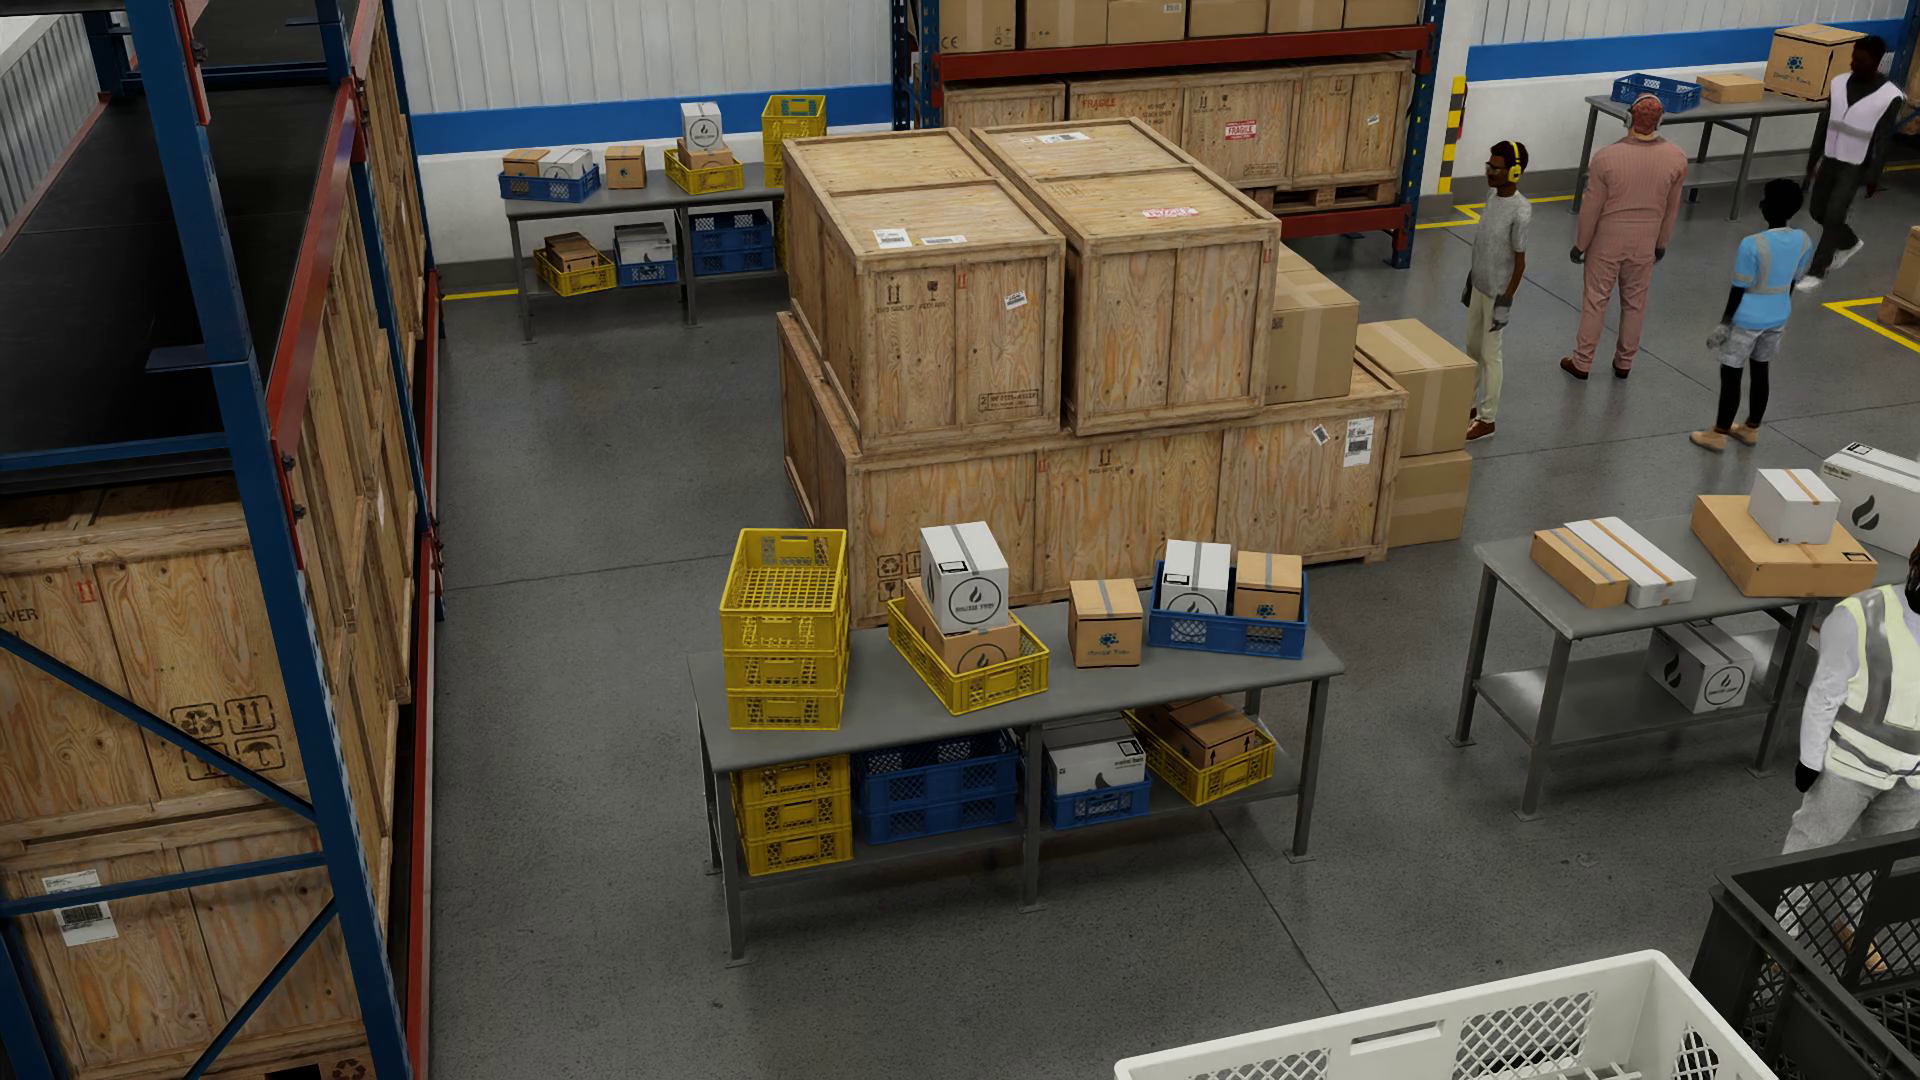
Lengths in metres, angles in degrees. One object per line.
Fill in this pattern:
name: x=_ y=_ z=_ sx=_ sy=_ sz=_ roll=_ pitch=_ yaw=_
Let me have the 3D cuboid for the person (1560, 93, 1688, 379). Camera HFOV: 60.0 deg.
person: x=4.377 y=-1.993 z=11.021 sx=0.639 sy=1.911 sz=0.406 roll=0 pitch=29 yaw=0

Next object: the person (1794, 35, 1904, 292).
person: x=6.758 y=-2.870 z=12.628 sx=0.733 sy=1.896 sz=0.618 roll=-13 pitch=31 yaw=-22

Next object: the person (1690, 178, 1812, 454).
person: x=4.801 y=-1.343 z=10.063 sx=0.566 sy=1.693 sz=0.317 roll=-13 pitch=31 yaw=-22

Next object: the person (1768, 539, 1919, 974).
person: x=3.346 y=0.795 z=6.029 sx=0.626 sy=1.844 sz=0.429 roll=0 pitch=29 yaw=1

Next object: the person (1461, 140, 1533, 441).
person: x=3.238 y=-1.523 z=10.207 sx=0.328 sy=1.872 sz=0.514 roll=-6 pitch=29 yaw=-11
